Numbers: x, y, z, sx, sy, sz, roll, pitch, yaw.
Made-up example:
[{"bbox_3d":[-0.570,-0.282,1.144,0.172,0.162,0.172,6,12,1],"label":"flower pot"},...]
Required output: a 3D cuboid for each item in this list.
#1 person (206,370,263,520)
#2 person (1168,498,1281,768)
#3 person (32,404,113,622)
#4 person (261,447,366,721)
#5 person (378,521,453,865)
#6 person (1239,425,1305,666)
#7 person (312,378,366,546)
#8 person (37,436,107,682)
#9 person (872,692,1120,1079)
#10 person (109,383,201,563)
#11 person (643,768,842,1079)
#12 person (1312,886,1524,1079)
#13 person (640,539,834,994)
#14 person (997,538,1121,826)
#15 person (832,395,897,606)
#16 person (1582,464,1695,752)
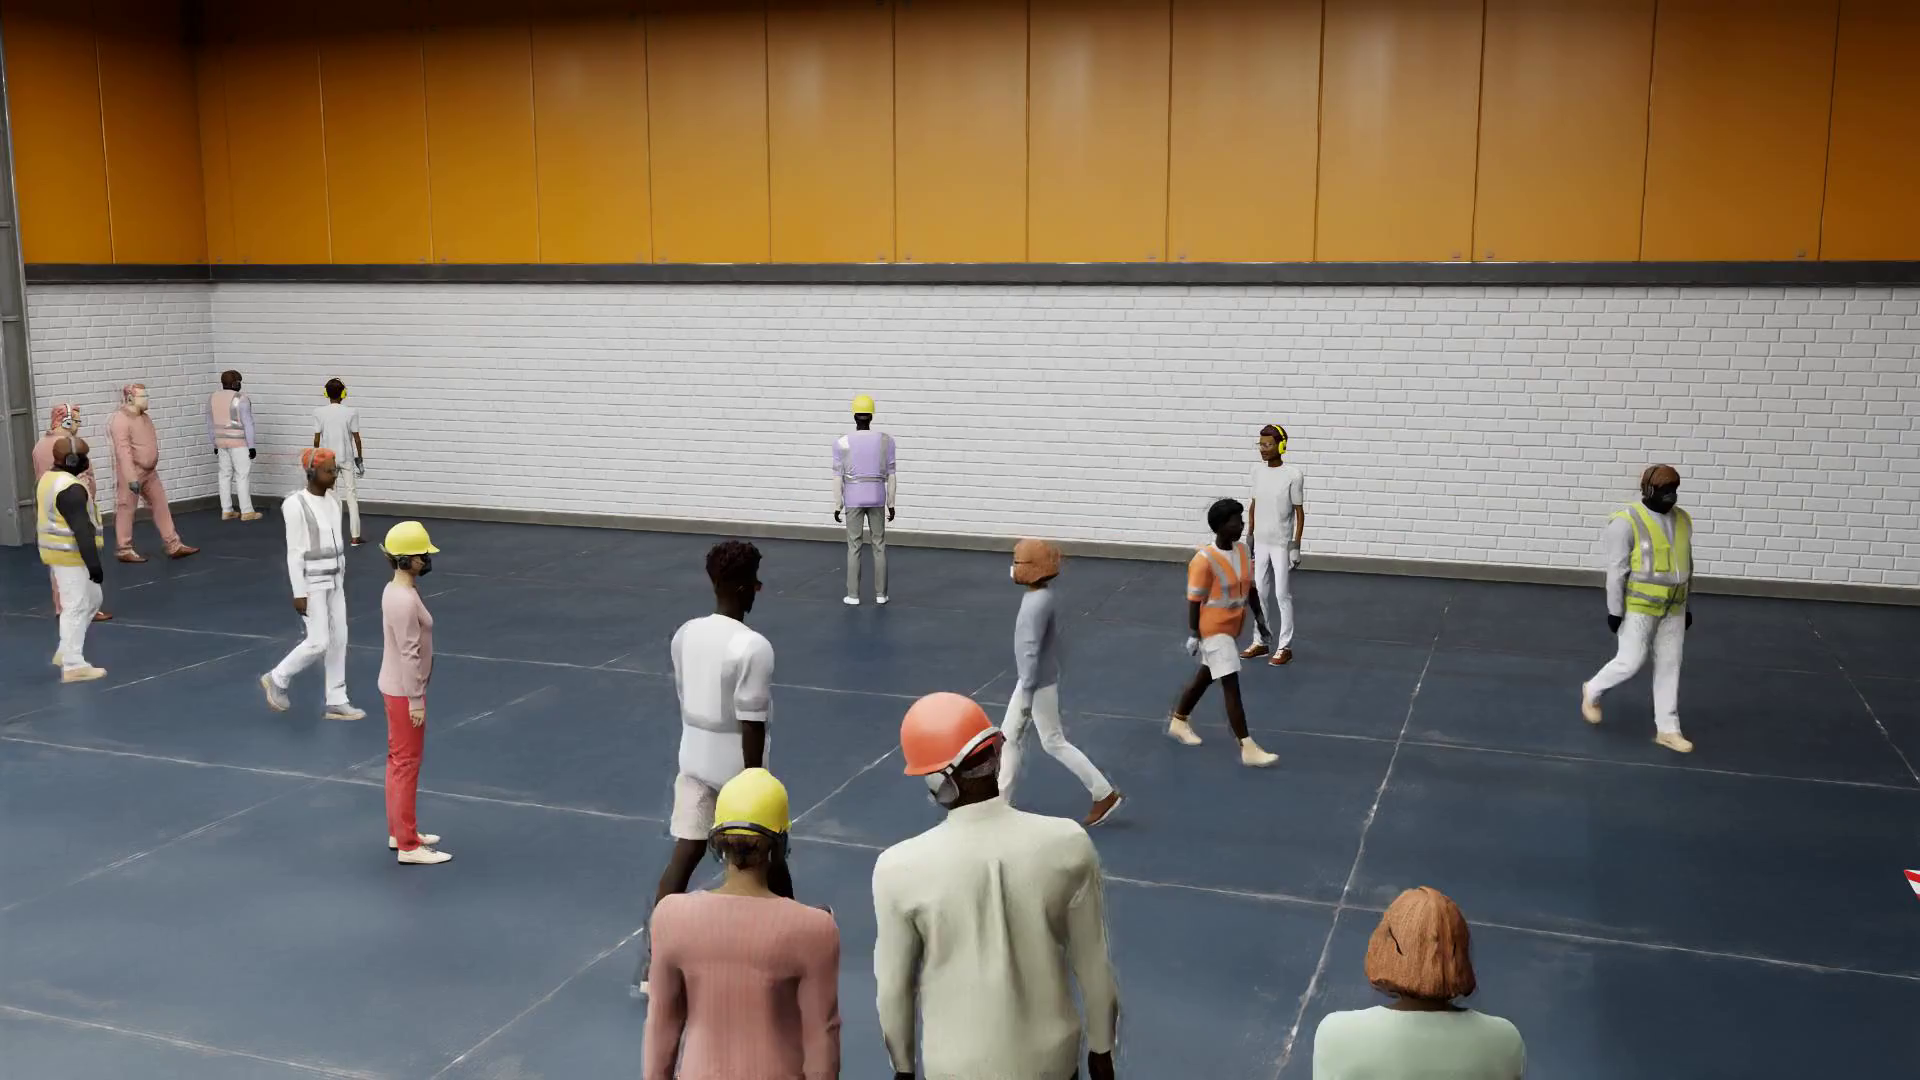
[{"bbox_3d":[-8.883,-1.159,20.376,0.634,1.841,0.429,3,10,18],"label":"person"},{"bbox_3d":[1.622,0.551,10.370,0.894,1.651,0.546,8,12,40],"label":"person"},{"bbox_3d":[-7.711,-0.232,14.448,0.636,1.902,0.405,6,11,34],"label":"person"},{"bbox_3d":[-4.366,0.302,11.210,0.591,1.871,0.579,2,9,14],"label":"person"},{"bbox_3d":[-2.828,0.779,8.587,0.331,1.768,0.526,-4,10,-24],"label":"person"},{"bbox_3d":[2.419,0.036,12.879,0.310,1.868,0.534,-8,12,-41],"label":"person"},{"bbox_3d":[-6.881,-0.858,18.422,0.523,1.870,0.317,-2,9,-12],"label":"person"},{"bbox_3d":[-6.573,0.146,12.326,0.432,1.827,0.641,-7,11,-37],"label":"person"},{"bbox_3d":[0.102,1.371,4.374,0.657,1.947,0.558,-2,9,-14],"label":"person"},{"bbox_3d":[-8.427,-0.686,17.320,0.876,1.873,0.673,1,9,3],"label":"person"},{"bbox_3d":[-0.584,1.484,4.293,0.540,1.733,0.694,1,9,6],"label":"person"},{"bbox_3d":[1.062,1.617,3.869,0.505,1.611,0.664,-1,9,-5],"label":"person"},{"bbox_3d":[-0.995,0.945,7.121,0.617,1.909,1.065,8,12,39],"label":"person"},{"bbox_3d":[0.477,0.780,9.114,0.830,1.600,0.506,0,9,3],"label":"person"},{"bbox_3d":[-0.869,-0.356,15.126,0.587,1.928,0.363,-2,9,-12],"label":"person"},{"bbox_3d":[4.419,0.409,10.712,0.647,1.823,0.753,-3,10,-20],"label":"person"}]
